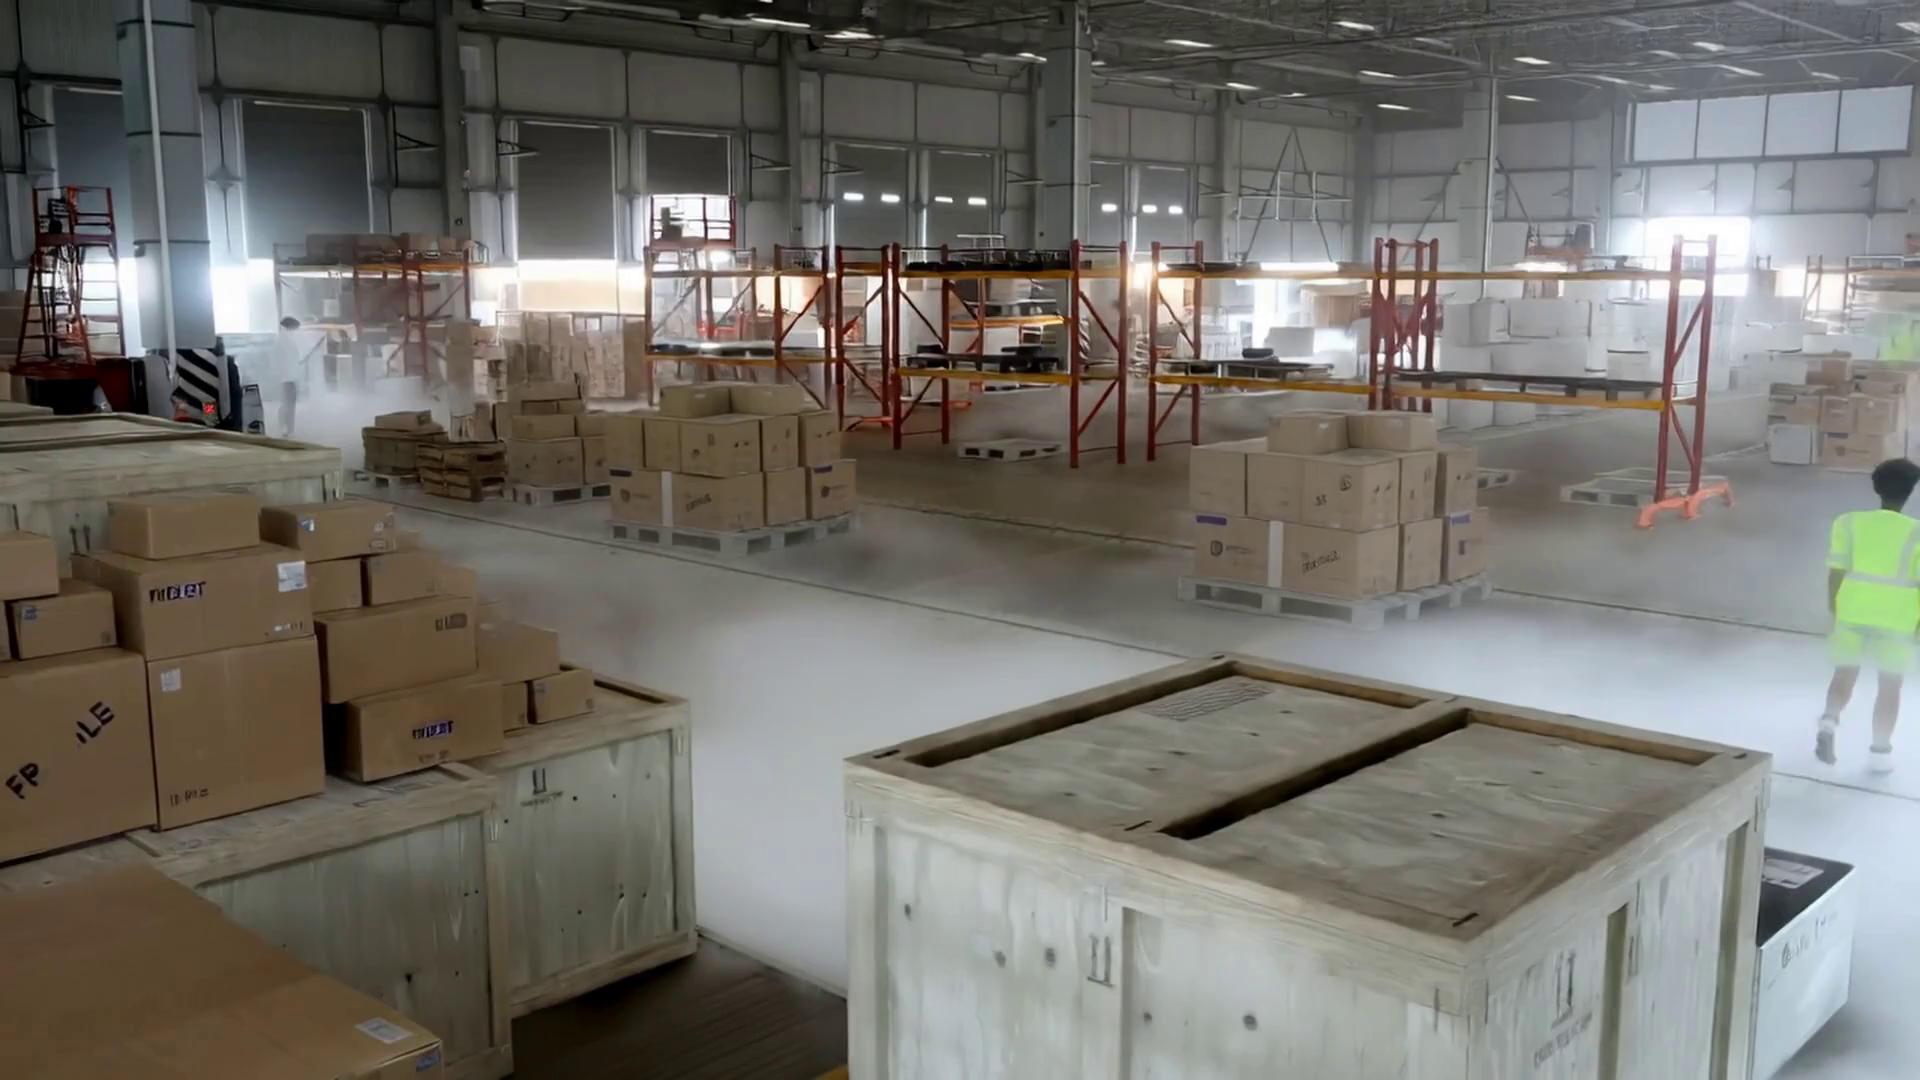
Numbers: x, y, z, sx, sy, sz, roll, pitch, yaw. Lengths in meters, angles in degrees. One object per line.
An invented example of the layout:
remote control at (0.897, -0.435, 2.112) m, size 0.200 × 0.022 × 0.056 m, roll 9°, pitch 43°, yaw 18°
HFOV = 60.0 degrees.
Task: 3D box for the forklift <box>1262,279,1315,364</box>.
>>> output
forklift at (8.555, -6.090, 44.881) m, size 1.873 × 2.768 × 1.129 m, roll 9°, pitch 13°, yaw 43°

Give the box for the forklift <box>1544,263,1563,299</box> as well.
forklift at (16.312, -6.261, 45.933) m, size 1.873 × 2.768 × 1.129 m, roll 3°, pitch 10°, yaw 16°

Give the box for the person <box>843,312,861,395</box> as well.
person at (-2.262, -3.921, 35.069) m, size 0.494 × 1.741 × 0.315 m, roll 9°, pitch 13°, yaw 43°

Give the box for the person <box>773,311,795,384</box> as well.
person at (-3.495, -3.610, 32.921) m, size 0.507 × 1.825 × 0.765 m, roll 3°, pitch 10°, yaw 20°

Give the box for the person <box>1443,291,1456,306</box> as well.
person at (16.039, -7.141, 54.203) m, size 0.637 × 1.938 × 0.355 m, roll 9°, pitch 13°, yaw 43°

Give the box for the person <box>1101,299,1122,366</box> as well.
person at (4.250, -5.704, 45.752) m, size 0.983 × 1.837 × 0.583 m, roll -6°, pitch 11°, yaw -31°

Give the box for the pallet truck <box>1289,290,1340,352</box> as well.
pallet truck at (11.297, -6.951, 52.861) m, size 1.885 × 1.965 × 0.823 m, roll -5°, pitch 11°, yaw -29°

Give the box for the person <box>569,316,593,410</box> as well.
person at (-6.319, -2.801, 27.820) m, size 0.537 × 1.865 × 0.312 m, roll 9°, pitch 13°, yaw 43°

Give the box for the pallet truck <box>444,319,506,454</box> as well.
pallet truck at (-6.981, -1.942, 22.150) m, size 1.885 × 1.965 × 0.823 m, roll 1°, pitch 9°, yaw 9°

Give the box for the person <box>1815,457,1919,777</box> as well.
person at (4.748, 0.416, 8.646) m, size 0.471 × 1.687 × 0.538 m, roll -8°, pitch 13°, yaw -42°

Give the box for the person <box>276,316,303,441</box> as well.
person at (-10.372, -2.483, 25.655) m, size 0.584 × 1.949 × 0.686 m, roll 0°, pitch 9°, yaw 0°

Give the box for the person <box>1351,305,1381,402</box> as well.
person at (8.087, -3.700, 33.106) m, size 0.637 × 1.938 × 0.355 m, roll 9°, pitch 13°, yaw 43°
